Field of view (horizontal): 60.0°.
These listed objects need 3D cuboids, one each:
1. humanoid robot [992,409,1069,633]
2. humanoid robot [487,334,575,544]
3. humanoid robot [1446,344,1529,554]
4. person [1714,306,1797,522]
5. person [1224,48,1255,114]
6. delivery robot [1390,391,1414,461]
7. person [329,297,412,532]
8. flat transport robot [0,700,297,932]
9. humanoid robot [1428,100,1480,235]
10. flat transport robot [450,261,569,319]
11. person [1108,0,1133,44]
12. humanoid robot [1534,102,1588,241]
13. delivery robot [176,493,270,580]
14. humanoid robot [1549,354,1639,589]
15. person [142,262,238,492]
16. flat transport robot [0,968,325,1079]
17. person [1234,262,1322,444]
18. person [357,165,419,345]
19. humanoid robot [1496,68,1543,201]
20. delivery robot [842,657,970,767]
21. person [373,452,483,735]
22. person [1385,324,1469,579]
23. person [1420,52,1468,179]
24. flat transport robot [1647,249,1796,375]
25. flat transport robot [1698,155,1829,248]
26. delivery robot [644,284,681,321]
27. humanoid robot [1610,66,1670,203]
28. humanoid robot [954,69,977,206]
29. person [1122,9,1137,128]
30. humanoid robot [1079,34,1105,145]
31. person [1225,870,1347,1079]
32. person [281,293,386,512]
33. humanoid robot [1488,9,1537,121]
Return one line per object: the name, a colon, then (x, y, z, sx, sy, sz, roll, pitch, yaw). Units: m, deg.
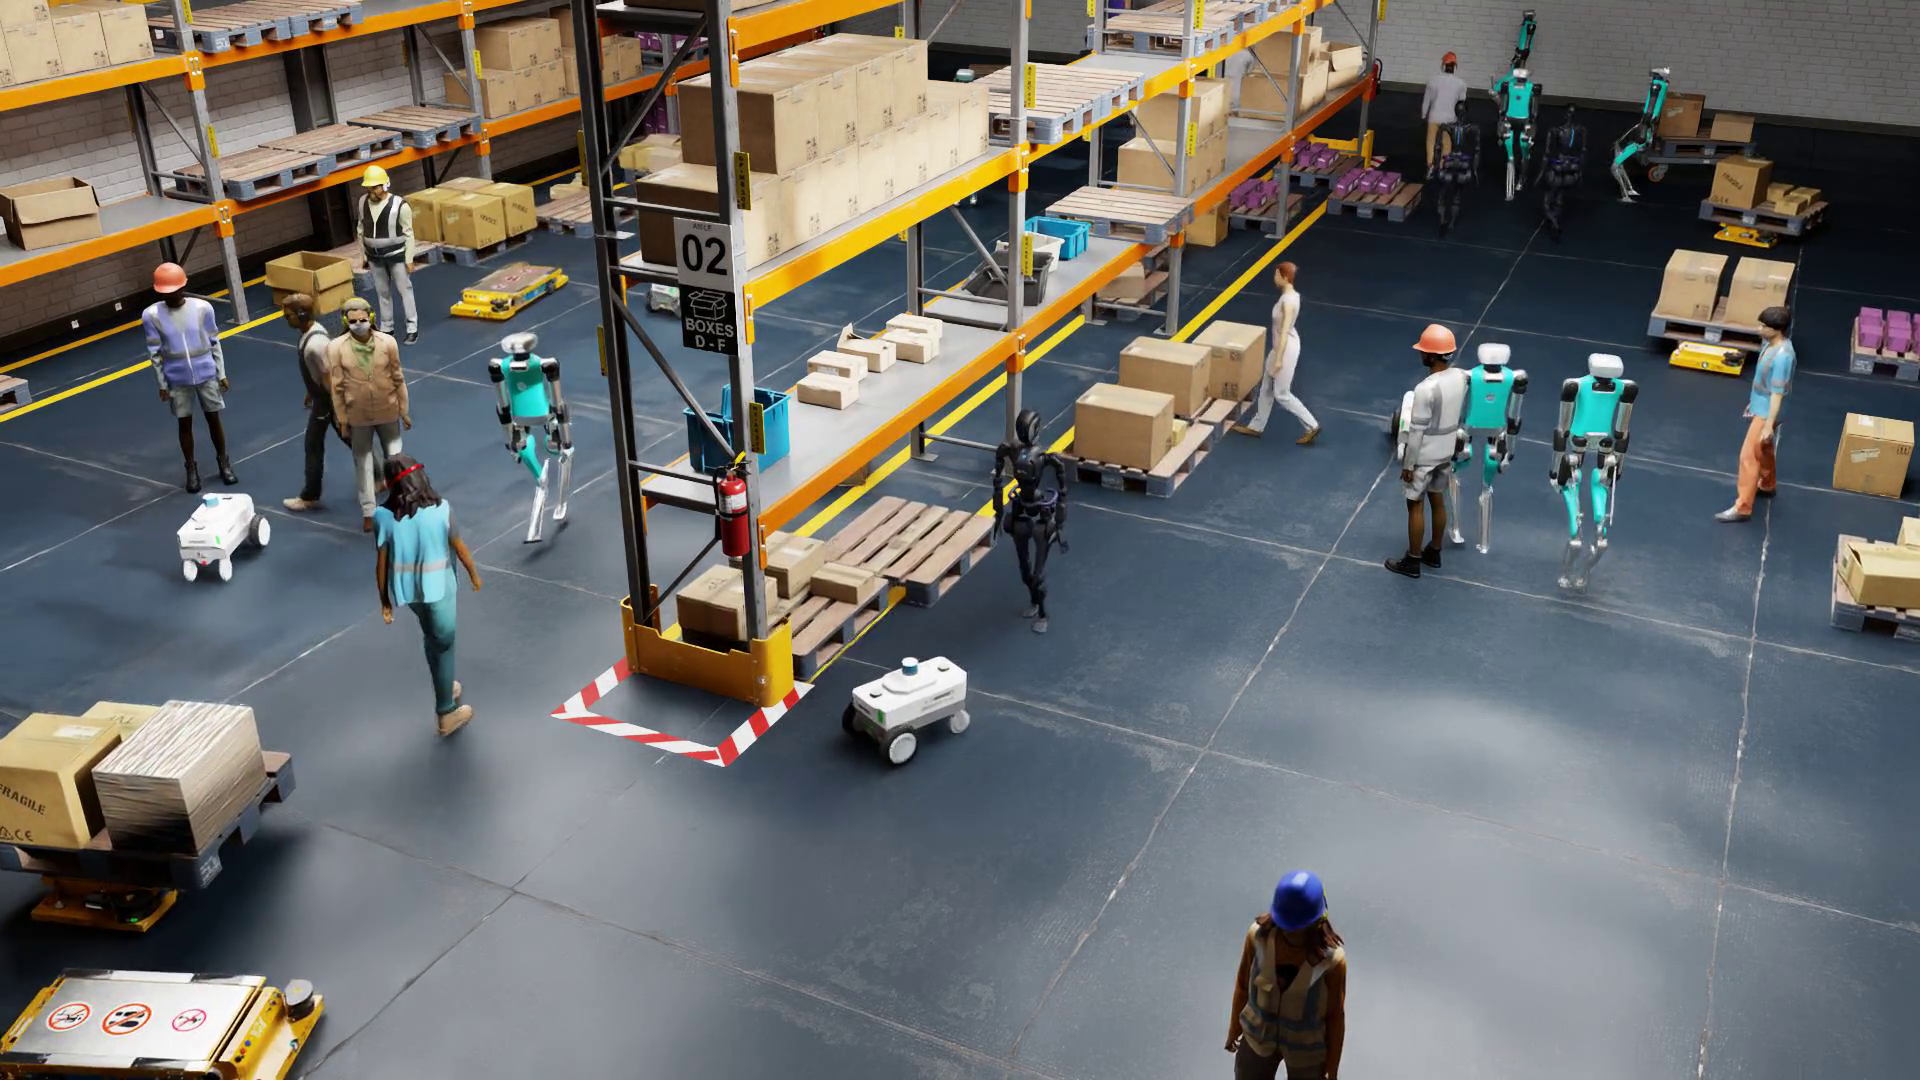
humanoid robot: (0.515, -0.174, 11.556, 0.584, 1.634, 0.465, 11, 28, 21)
humanoid robot: (-3.213, -0.817, 12.799, 0.544, 1.738, 1.040, 1, 26, 2)
humanoid robot: (3.897, -0.724, 12.586, 0.539, 1.761, 0.797, 3, 27, 6)
person: (6.397, -1.013, 13.201, 0.520, 1.723, 0.725, 9, 28, 17)
person: (3.942, -6.469, 24.040, 0.678, 1.872, 0.813, 16, 31, 30)
delivery robot: (4.028, -1.025, 14.547, 0.499, 0.612, 0.816, 8, 27, 15)
person: (-4.580, -0.990, 12.971, 0.553, 1.877, 0.402, -11, 28, -21)
flat transport robot: (-4.502, 1.672, 9.400, 0.659, 0.231, 1.431, 4, 27, 8)
humanoid robot: (6.053, -4.527, 20.336, 0.597, 1.634, 0.519, 6, 27, 12)
flat transport robot: (-4.956, -2.756, 18.344, 0.659, 0.231, 1.431, 7, 27, 15)
person: (2.794, -9.023, 29.149, 0.442, 1.922, 0.533, -18, 32, -32)
humanoid robot: (7.368, -4.484, 20.258, 0.612, 1.637, 0.589, -4, 27, -9)
delivery robot: (-5.614, -0.068, 12.579, 0.499, 0.583, 0.767, 0, 26, 0)
humanoid robot: (4.547, -0.417, 11.952, 0.531, 1.788, 0.641, 1, 26, 2)
person: (-6.284, -1.337, 13.604, 0.547, 1.933, 0.371, -14, 30, -26)
flat transport robot: (-3.886, 2.378, 7.975, 1.431, 0.231, 0.659, 1, 26, 3)
person: (2.830, -1.621, 14.509, 0.703, 1.638, 0.490, 3, 27, 6)
person: (-5.799, -2.876, 16.824, 0.588, 1.833, 0.404, 4, 27, 8)
humanoid robot: (7.463, -5.419, 22.123, 0.533, 1.792, 0.936, 15, 30, 27)
delivery robot: (-0.327, 1.032, 10.392, 0.815, 0.614, 0.499, -18, 32, -33)
person: (-3.279, 0.292, 10.408, 0.524, 1.845, 0.662, 3, 26, 5)
person: (3.431, -0.654, 12.235, 0.547, 1.930, 0.384, -19, 32, -34)
person: (6.638, -5.807, 22.865, 0.594, 1.724, 0.623, 6, 27, 12)
flat transport robot: (7.649, -2.018, 16.855, 0.659, 0.231, 1.431, 14, 29, 26)
flat transport robot: (9.970, -3.904, 20.664, 0.659, 0.231, 1.431, 22, 34, 37)
delivery robot: (-3.005, -2.702, 17.935, 0.499, 0.614, 0.817, 17, 31, 30)
humanoid robot: (8.865, -5.359, 21.909, 0.677, 1.765, 0.538, 16, 31, 30)
humanoid robot: (0.061, -5.153, 21.422, 0.530, 1.691, 0.746, 1, 26, 2)
person: (2.654, -7.258, 25.701, 0.506, 1.811, 0.522, -2, 26, -5)
humanoid robot: (1.989, -6.706, 24.739, 0.590, 1.648, 0.377, 22, 34, 37)
person: (1.335, 2.087, 6.868, 0.474, 1.773, 0.334, 14, 30, 26)
person: (-5.063, -1.130, 13.345, 0.905, 1.804, 0.504, -8, 27, -15)
humanoid robot: (8.565, -7.414, 26.001, 0.697, 1.707, 0.532, 3, 27, 7)
